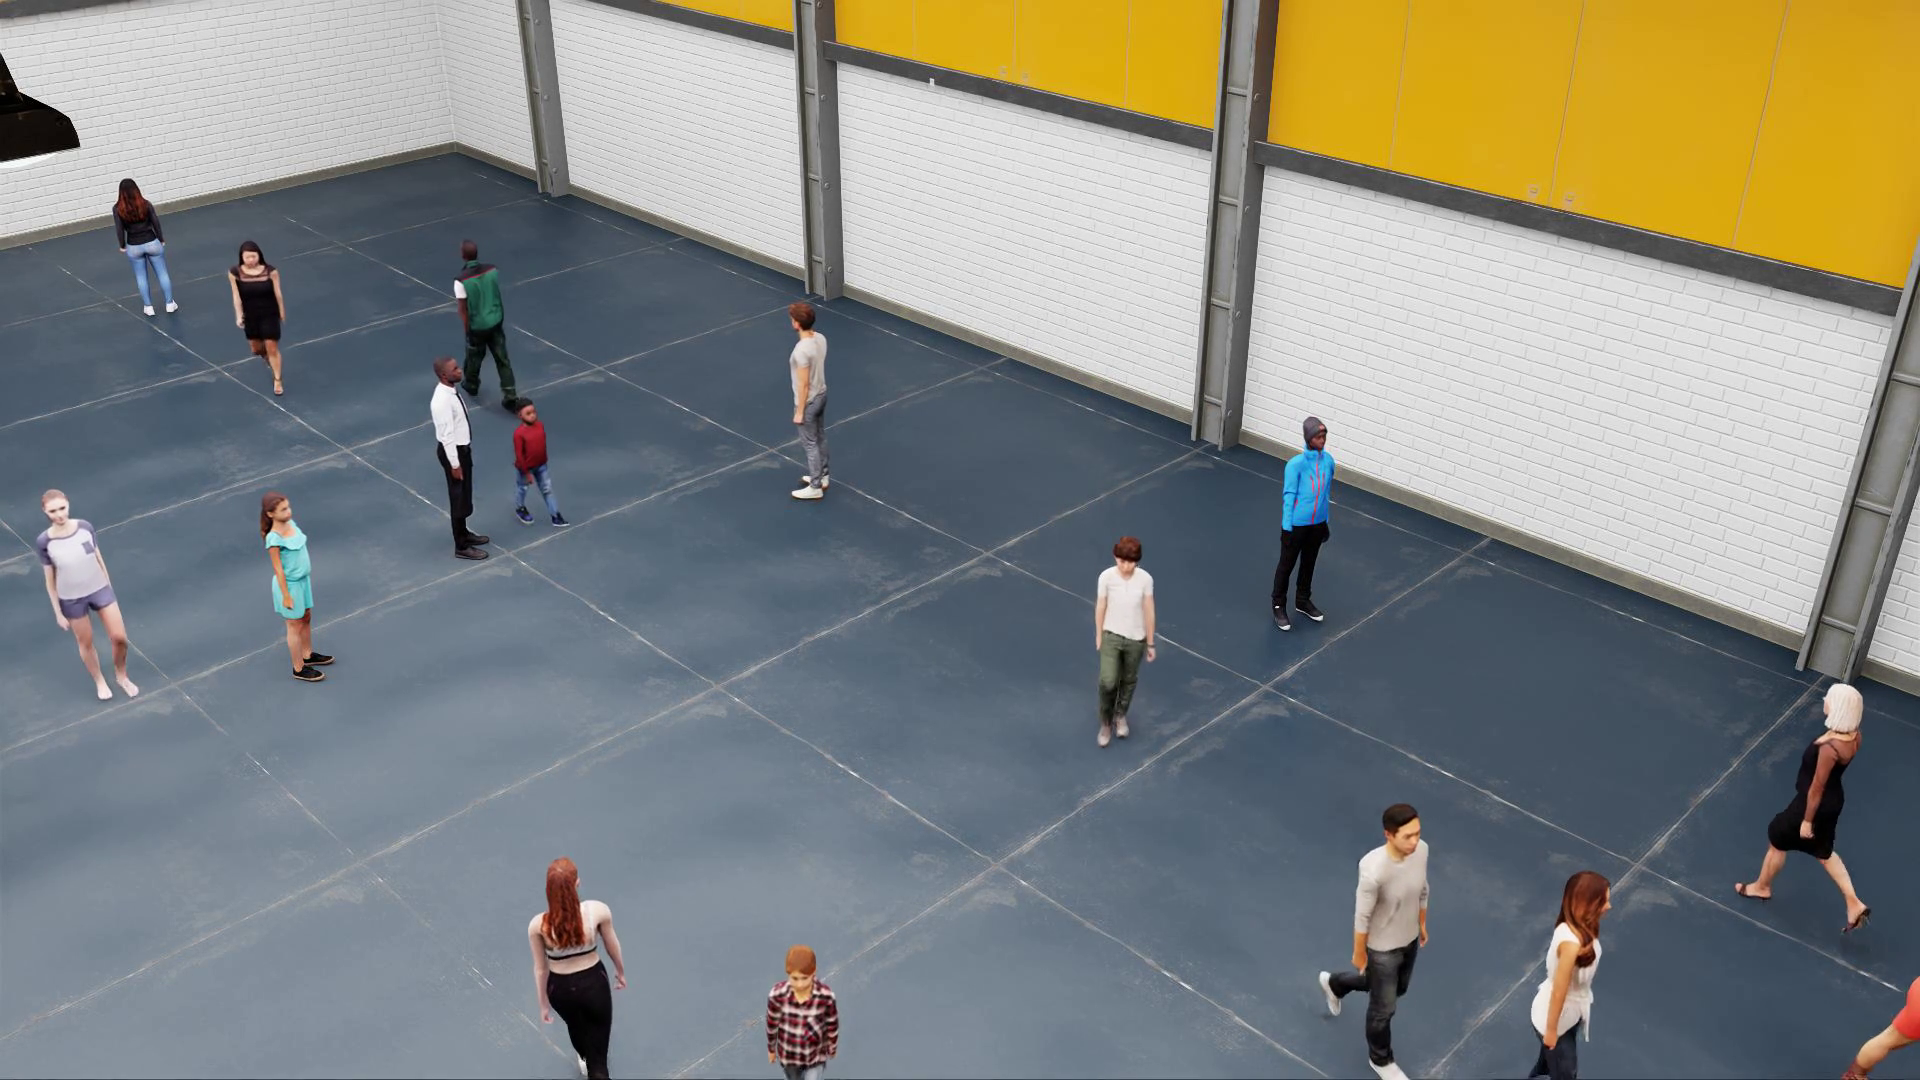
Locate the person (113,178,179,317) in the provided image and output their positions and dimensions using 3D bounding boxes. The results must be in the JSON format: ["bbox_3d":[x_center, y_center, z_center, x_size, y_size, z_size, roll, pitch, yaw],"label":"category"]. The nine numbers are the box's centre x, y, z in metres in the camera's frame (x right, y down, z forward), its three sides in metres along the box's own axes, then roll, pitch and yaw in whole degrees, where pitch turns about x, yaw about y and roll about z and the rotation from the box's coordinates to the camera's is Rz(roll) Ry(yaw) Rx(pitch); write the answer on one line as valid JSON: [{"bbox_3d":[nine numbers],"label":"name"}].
[{"bbox_3d":[-9.610,-3.460,19.576,0.701,1.634,0.673,-13,31,-22],"label":"person"}]

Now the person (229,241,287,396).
[{"bbox_3d":[-7.346,-2.354,17.487,0.884,1.692,1.006,-9,30,-16],"label":"person"}]

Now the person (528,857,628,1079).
[{"bbox_3d":[-1.963,2.458,8.666,1.035,1.691,1.275,-7,29,-12],"label":"person"}]

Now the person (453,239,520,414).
[{"bbox_3d":[-4.802,-2.137,16.997,0.697,1.780,1.152,-24,37,-37],"label":"person"}]

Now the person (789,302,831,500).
[{"bbox_3d":[-1.377,-1.286,15.324,0.735,1.889,0.745,8,30,14],"label":"person"}]

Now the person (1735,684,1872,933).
[{"bbox_3d":[5.286,1.655,10.106,0.683,1.722,1.050,-21,35,-33],"label":"person"}]

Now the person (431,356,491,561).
[{"bbox_3d":[-4.364,-0.729,14.358,0.778,1.835,0.676,-5,29,-9],"label":"person"}]

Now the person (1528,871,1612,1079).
[{"bbox_3d":[3.029,2.425,8.637,0.731,1.777,0.695,16,33,27],"label":"person"}]

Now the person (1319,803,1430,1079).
[{"bbox_3d":[2.297,2.141,9.141,0.723,1.794,0.995,-20,34,-32],"label":"person"}]

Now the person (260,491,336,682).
[{"bbox_3d":[-5.102,0.329,12.709,0.694,1.558,0.641,2,29,3],"label":"person"}]

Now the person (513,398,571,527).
[{"bbox_3d":[-3.890,-0.697,14.927,0.857,1.235,0.538,23,36,36],"label":"person"}]

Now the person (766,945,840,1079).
[{"bbox_3d":[-0.826,2.630,8.772,0.893,1.288,0.908,3,29,6],"label":"person"}]

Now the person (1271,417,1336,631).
[{"bbox_3d":[2.756,-0.153,13.353,0.673,1.788,0.654,-13,31,-23],"label":"person"}]

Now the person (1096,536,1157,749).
[{"bbox_3d":[1.180,0.670,11.998,0.753,1.641,0.814,-1,29,-1],"label":"person"}]

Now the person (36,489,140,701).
[{"bbox_3d":[-6.555,0.384,12.406,0.610,1.751,0.649,-22,36,-34],"label":"person"}]
